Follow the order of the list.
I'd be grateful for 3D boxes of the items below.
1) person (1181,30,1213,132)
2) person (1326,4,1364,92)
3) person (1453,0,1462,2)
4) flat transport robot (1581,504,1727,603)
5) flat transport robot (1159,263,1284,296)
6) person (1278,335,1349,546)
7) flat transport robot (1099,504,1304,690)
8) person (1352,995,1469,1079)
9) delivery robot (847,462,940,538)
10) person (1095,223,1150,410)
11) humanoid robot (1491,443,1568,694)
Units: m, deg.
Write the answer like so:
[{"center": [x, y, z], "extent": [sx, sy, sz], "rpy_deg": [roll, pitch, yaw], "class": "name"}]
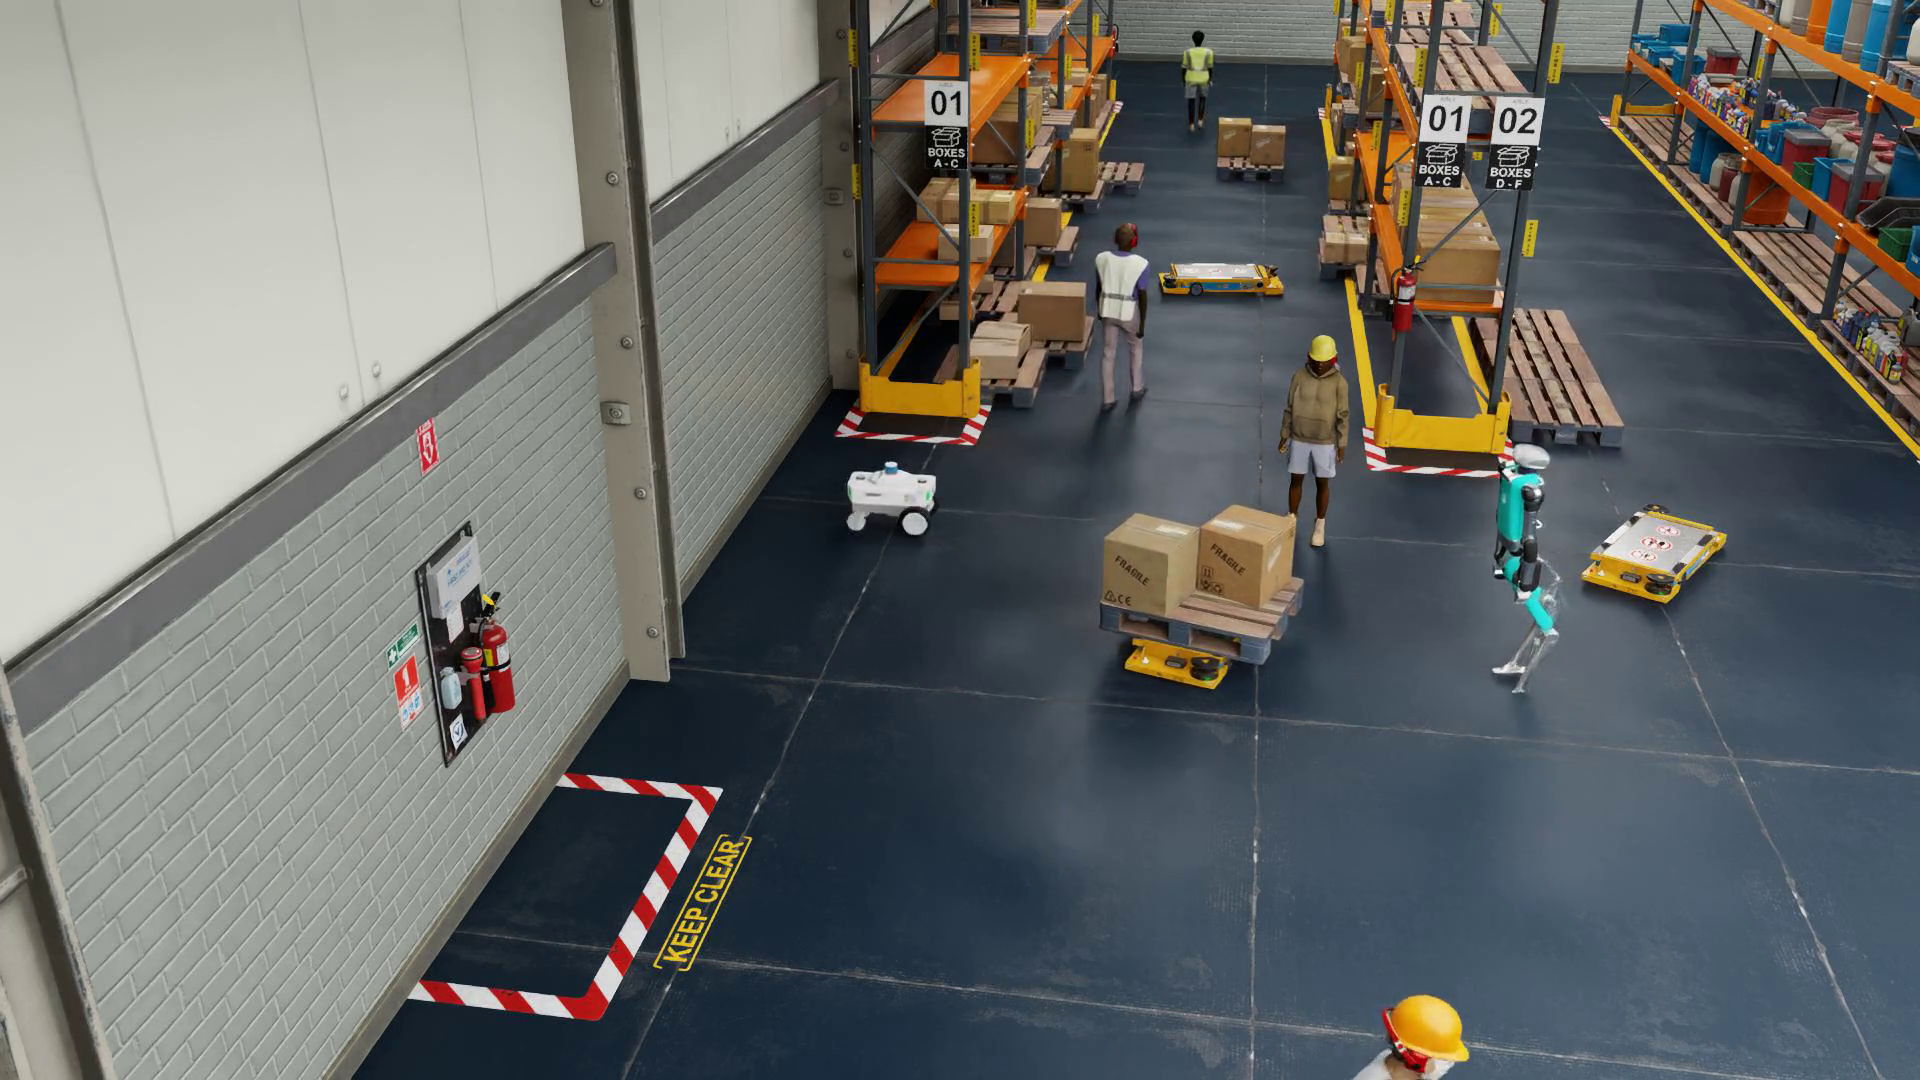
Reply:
[{"center": [4.063, -7.895, 28.575], "extent": [0.556, 1.674, 0.605], "rpy_deg": [3, 25, 7], "class": "person"}, {"center": [7.554, -9.473, 31.790], "extent": [0.933, 1.818, 0.558], "rpy_deg": [12, 28, 24], "class": "person"}, {"center": [9.385, -9.381, 31.677], "extent": [0.527, 1.758, 0.334], "rpy_deg": [15, 29, 29], "class": "person"}, {"center": [5.507, 0.098, 13.149], "extent": [0.659, 0.231, 1.431], "rpy_deg": [19, 31, 35], "class": "flat transport robot"}, {"center": [3.146, -3.145, 20.089], "extent": [1.431, 0.231, 0.659], "rpy_deg": [1, 25, 1], "class": "flat transport robot"}, {"center": [2.840, -0.815, 13.345], "extent": [0.542, 1.757, 0.404], "rpy_deg": [11, 27, 22], "class": "person"}, {"center": [1.754, 0.629, 12.011], "extent": [0.659, 0.231, 1.431], "rpy_deg": [12, 28, 24], "class": "flat transport robot"}, {"center": [1.505, 2.444, 6.253], "extent": [0.569, 1.858, 0.607], "rpy_deg": [23, 33, 40], "class": "person"}, {"center": [-0.541, -0.344, 13.779], "extent": [0.811, 0.614, 0.499], "rpy_deg": [3, 25, 7], "class": "delivery robot"}, {"center": [1.611, -2.220, 16.288], "extent": [0.568, 1.816, 0.824], "rpy_deg": [10, 27, 20], "class": "person"}, {"center": [3.900, 0.201, 11.195], "extent": [0.681, 1.802, 0.536], "rpy_deg": [-2, 25, -5], "class": "humanoid robot"}]
